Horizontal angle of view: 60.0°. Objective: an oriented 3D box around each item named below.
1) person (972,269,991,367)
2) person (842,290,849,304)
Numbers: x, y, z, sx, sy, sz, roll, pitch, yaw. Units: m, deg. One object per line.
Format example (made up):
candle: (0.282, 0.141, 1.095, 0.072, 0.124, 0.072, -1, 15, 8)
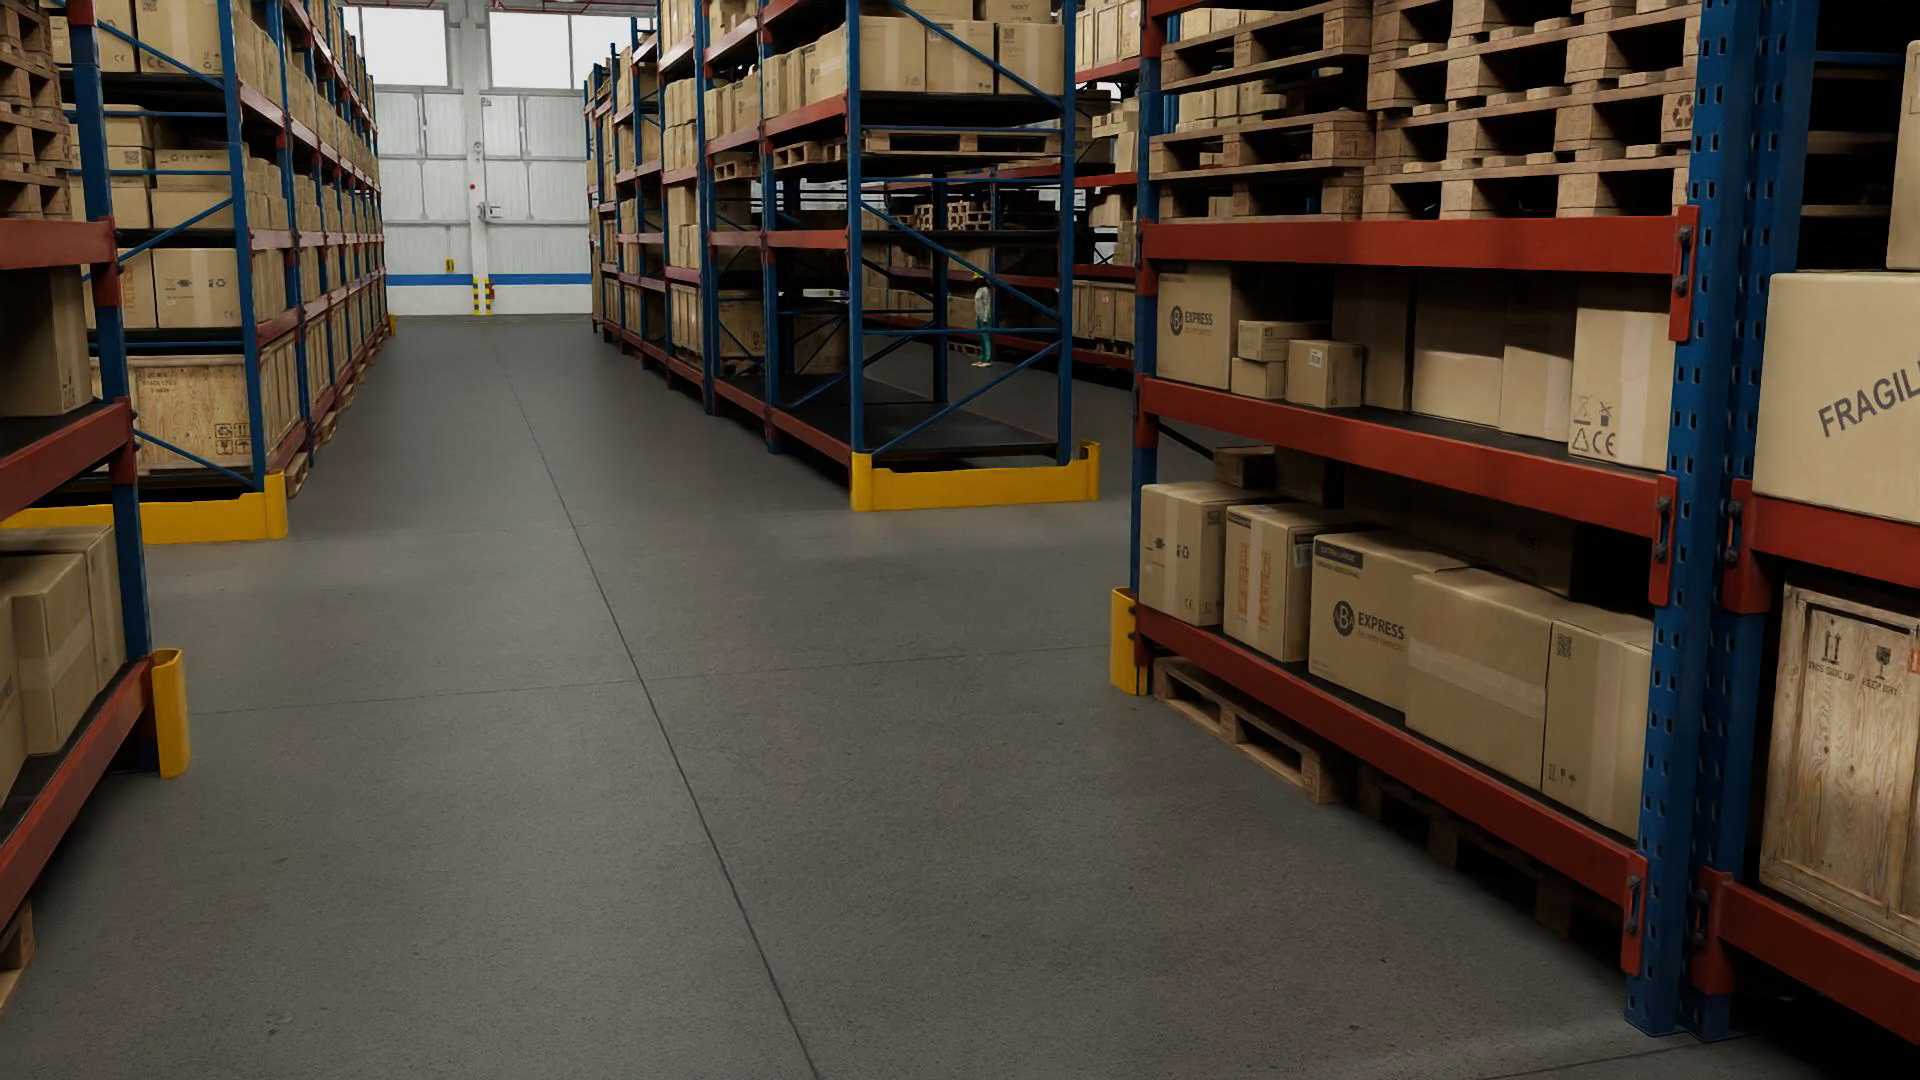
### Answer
person: (0.390, -4.007, 30.093, 0.331, 1.768, 0.526, -3, 11, -15)
person: (-2.532, -5.453, 37.558, 0.376, 1.934, 0.547, -3, 11, -15)
